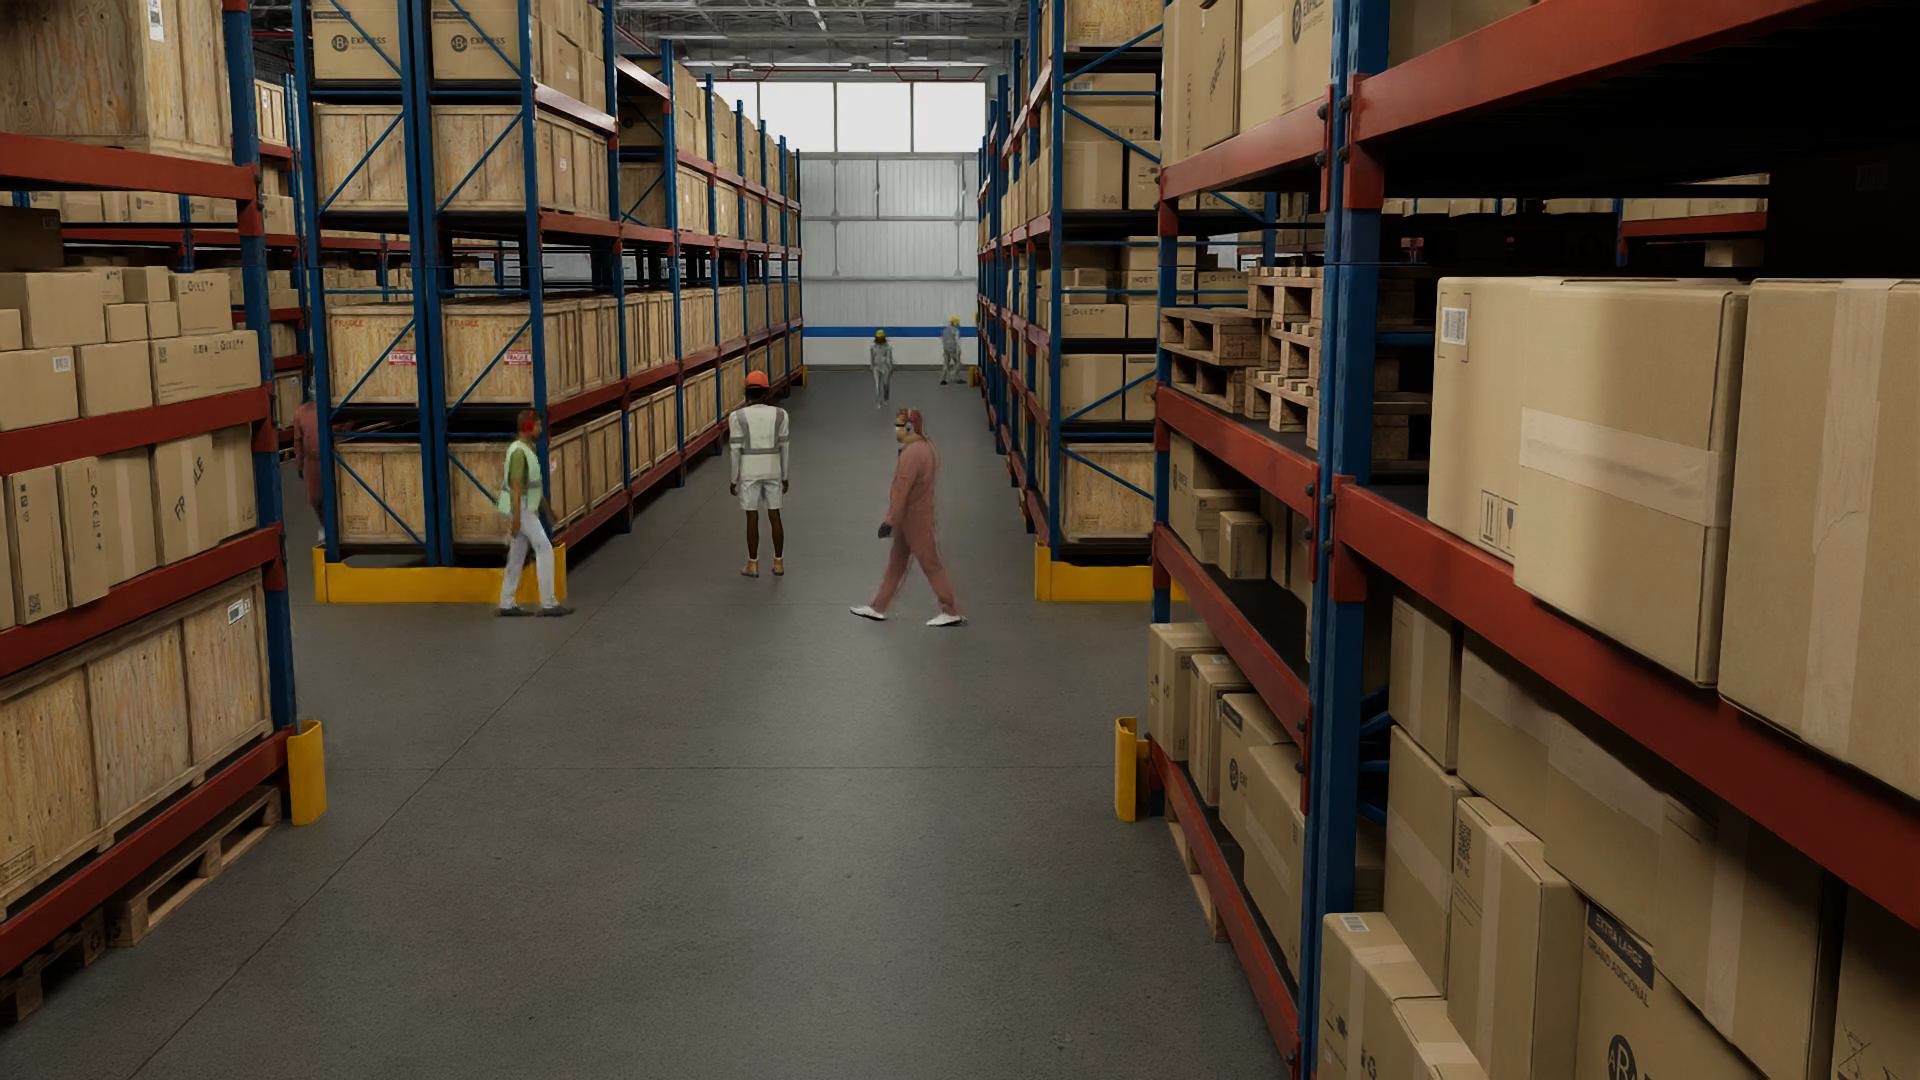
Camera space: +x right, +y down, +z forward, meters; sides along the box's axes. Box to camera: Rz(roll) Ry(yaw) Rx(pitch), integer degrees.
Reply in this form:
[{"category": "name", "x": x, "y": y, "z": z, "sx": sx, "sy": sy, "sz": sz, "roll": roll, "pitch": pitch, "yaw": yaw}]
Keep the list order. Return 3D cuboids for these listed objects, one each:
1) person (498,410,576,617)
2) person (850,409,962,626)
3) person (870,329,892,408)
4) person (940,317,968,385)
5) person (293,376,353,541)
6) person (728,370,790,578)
[{"category": "person", "x": -3.699, "y": -0.223, "z": 14.498, "sx": 0.780, "sy": 1.807, "sz": 0.577, "roll": -2, "pitch": 10, "yaw": -13}, {"category": "person", "x": -0.436, "y": -0.187, "z": 14.143, "sx": 0.988, "sy": 1.854, "sz": 0.648, "roll": 1, "pitch": 9, "yaw": 3}, {"category": "person", "x": -1.723, "y": -3.759, "z": 36.409, "sx": 0.499, "sy": 1.727, "sz": 0.574, "roll": 1, "pitch": 9, "yaw": 4}, {"category": "person", "x": -0.154, "y": -4.947, "z": 43.565, "sx": 0.840, "sy": 1.775, "sz": 0.659, "roll": -8, "pitch": 12, "yaw": -40}, {"category": "person", "x": -6.893, "y": -0.845, "z": 18.080, "sx": 0.651, "sy": 1.892, "sz": 0.517, "roll": -1, "pitch": 9, "yaw": -4}, {"category": "person", "x": -1.979, "y": -0.645, "z": 16.383, "sx": 0.608, "sy": 2.040, "sz": 0.394, "roll": -3, "pitch": 10, "yaw": -20}]
